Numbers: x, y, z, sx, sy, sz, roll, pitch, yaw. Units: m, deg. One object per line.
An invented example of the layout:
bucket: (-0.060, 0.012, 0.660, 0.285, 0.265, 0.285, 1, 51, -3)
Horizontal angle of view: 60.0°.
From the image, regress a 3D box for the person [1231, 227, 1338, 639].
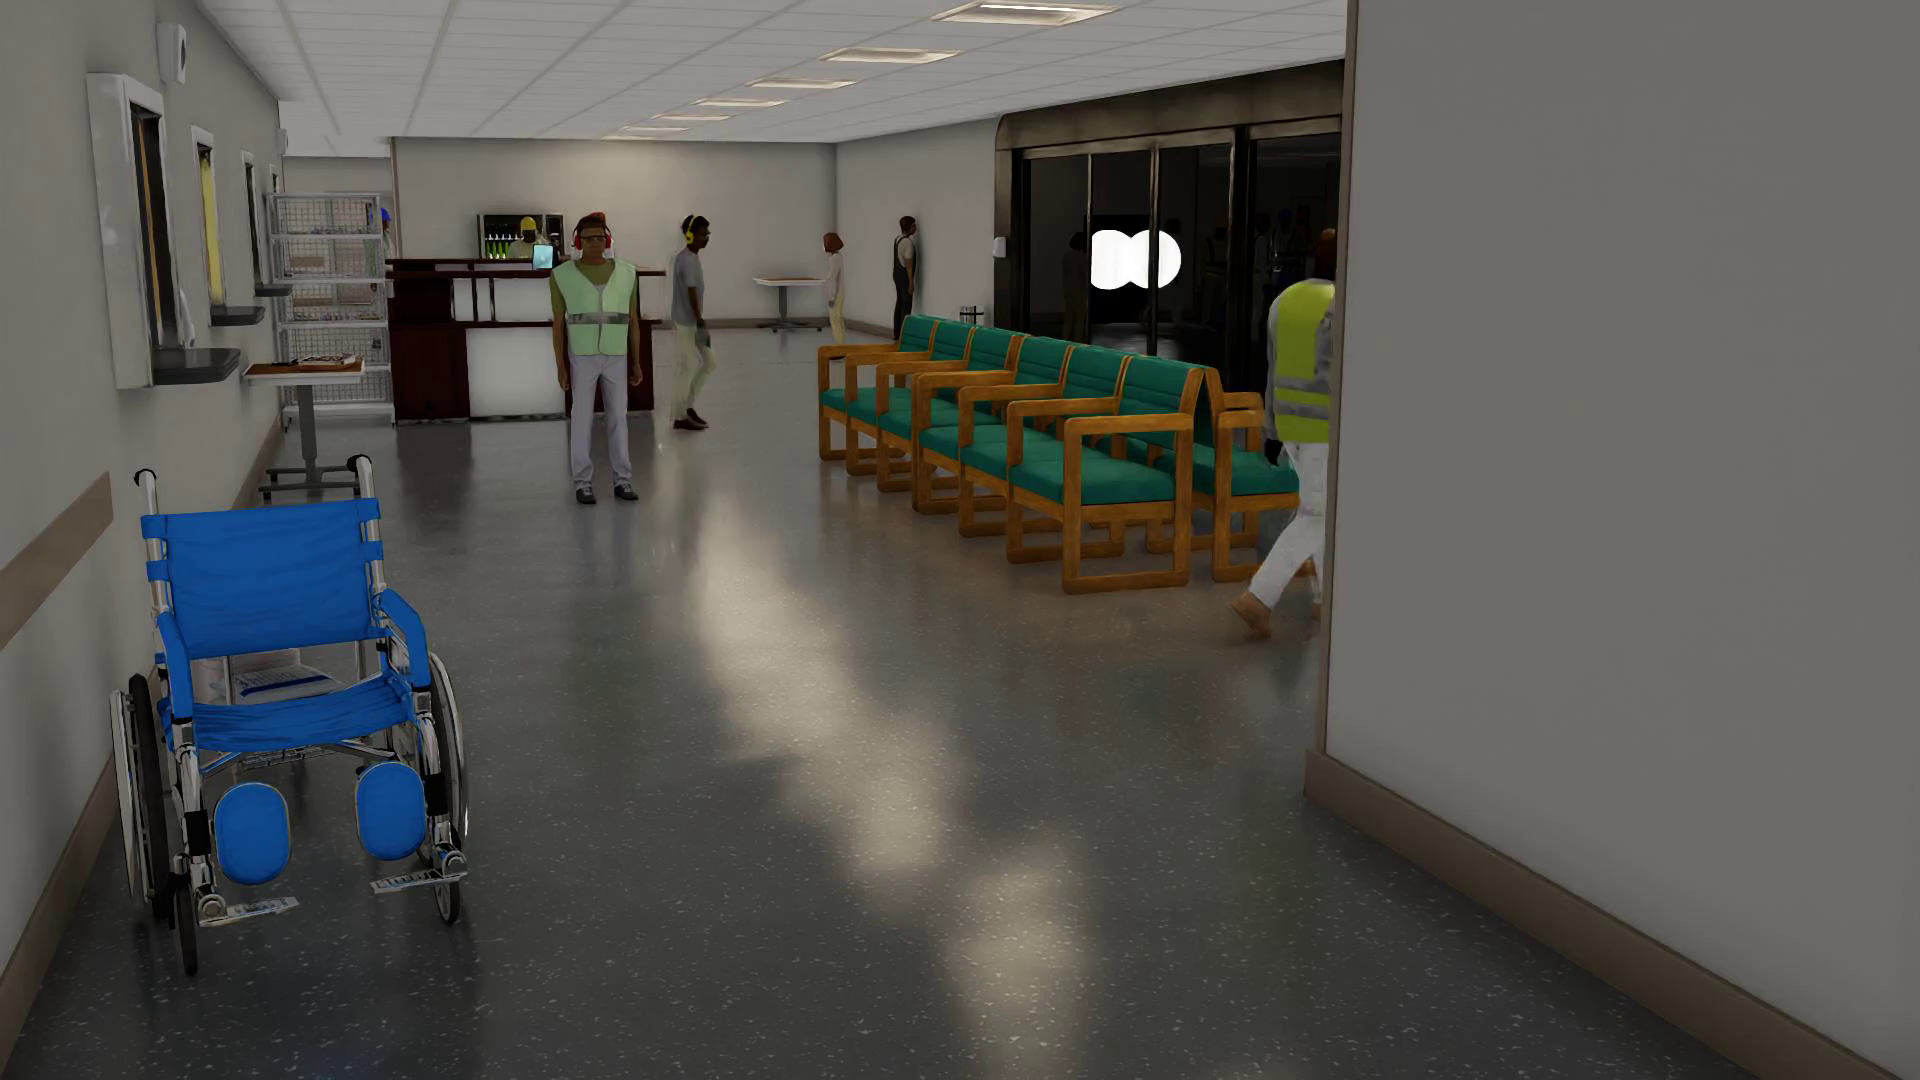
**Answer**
person: (1.540, -0.466, 7.275, 0.891, 1.804, 0.633, -6, 12, -27)

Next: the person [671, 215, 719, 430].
person: (-2.293, -1.841, 14.223, 0.455, 1.840, 0.521, 0, 11, 1)

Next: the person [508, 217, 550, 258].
person: (-5.763, -3.423, 22.381, 0.597, 1.826, 0.403, -3, 11, -16)

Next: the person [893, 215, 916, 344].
person: (-0.773, -3.650, 23.502, 0.339, 1.838, 0.506, -5, 12, -22)

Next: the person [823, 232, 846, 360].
person: (-1.606, -3.112, 21.292, 0.286, 1.627, 0.504, 1, 11, 5)

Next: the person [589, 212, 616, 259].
person: (-4.424, -3.107, 20.601, 0.339, 1.883, 0.586, -7, 13, -34)

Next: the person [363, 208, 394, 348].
person: (-8.076, -3.658, 23.250, 0.401, 1.945, 0.614, 2, 11, 8)

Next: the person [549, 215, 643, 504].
person: (-2.339, -1.154, 10.702, 0.561, 1.838, 0.387, -6, 12, -27)
